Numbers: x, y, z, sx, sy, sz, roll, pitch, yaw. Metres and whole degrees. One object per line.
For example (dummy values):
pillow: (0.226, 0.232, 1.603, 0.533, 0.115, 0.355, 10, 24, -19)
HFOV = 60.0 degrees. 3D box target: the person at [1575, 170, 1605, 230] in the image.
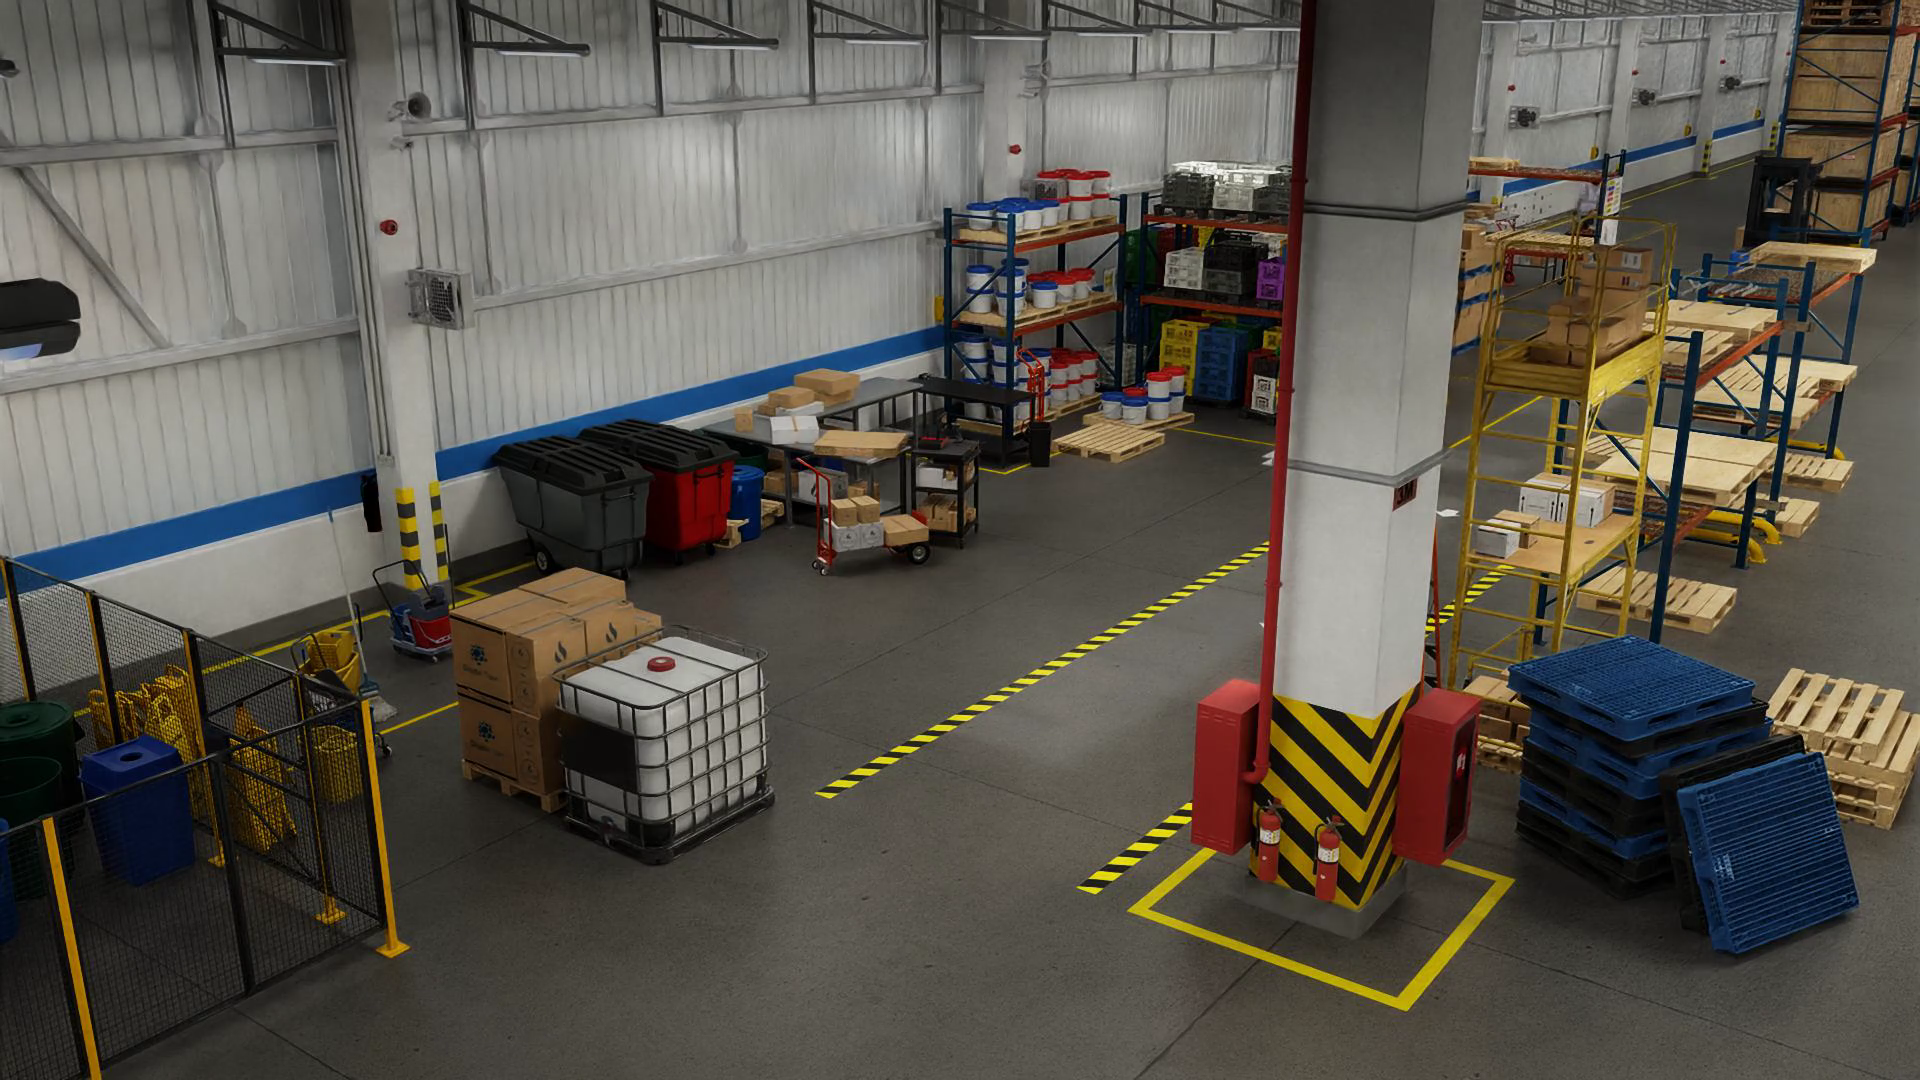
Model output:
person: (14.623, -7.652, 38.613, 0.569, 1.882, 0.632, -2, 18, -7)

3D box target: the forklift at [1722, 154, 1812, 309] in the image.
forklift: (15.465, -5.892, 31.652, 1.129, 2.768, 1.873, 13, 22, 34)
